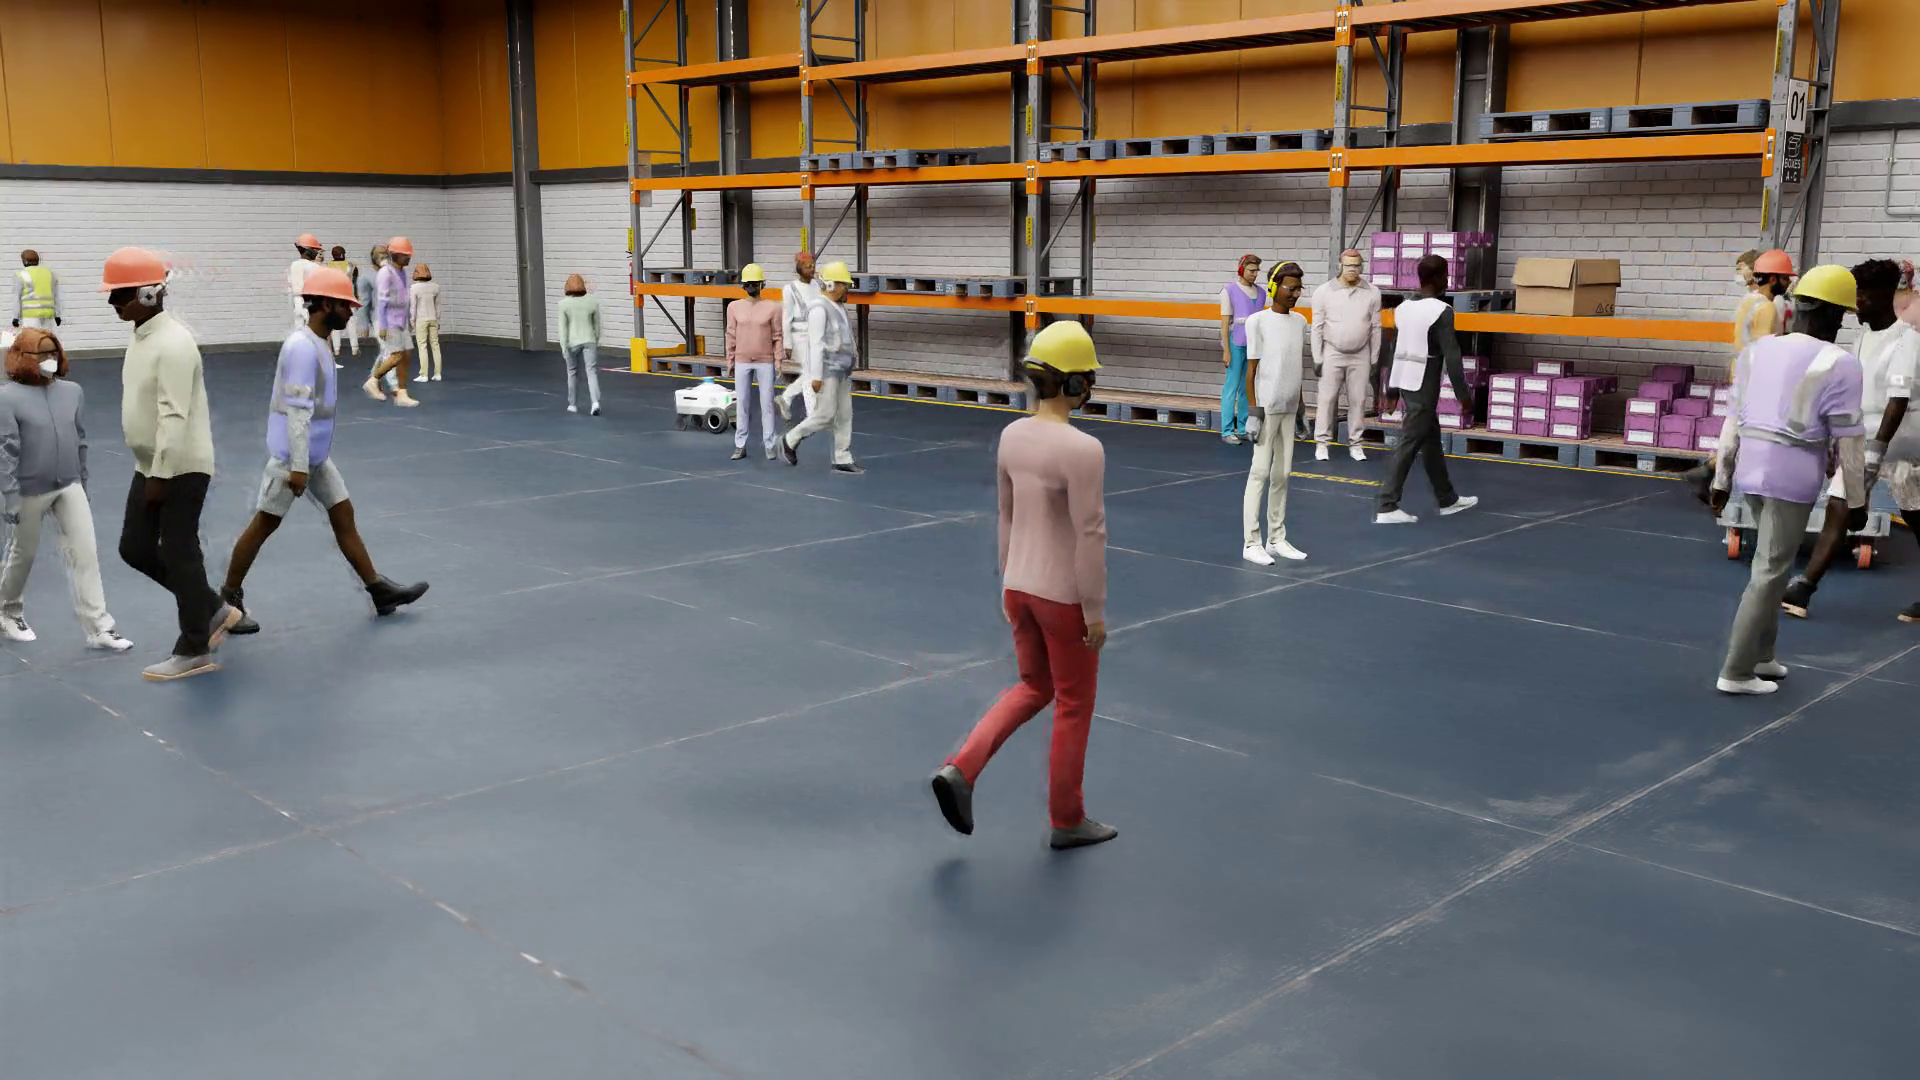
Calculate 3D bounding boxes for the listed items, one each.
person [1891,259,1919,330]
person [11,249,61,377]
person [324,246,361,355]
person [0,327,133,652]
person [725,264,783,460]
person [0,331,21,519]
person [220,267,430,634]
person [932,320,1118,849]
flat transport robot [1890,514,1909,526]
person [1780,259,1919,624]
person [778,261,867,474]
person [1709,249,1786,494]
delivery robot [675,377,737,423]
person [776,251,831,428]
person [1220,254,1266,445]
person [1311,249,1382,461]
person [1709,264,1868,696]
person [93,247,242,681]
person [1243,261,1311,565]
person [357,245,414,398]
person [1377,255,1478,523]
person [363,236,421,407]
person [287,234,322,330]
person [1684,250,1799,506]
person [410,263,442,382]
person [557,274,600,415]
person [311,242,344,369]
[{"bbox_3d":[6.722,-1.078,11.978,1.047,1.855,0.663,2,11,13],"label":"person"},{"bbox_3d":[-12.912,-3.141,23.256,0.431,1.829,0.642,5,12,26],"label":"person"},{"bbox_3d":[-10.485,-4.051,28.190,0.623,1.841,0.430,-2,11,-13],"label":"person"},{"bbox_3d":[-4.492,-0.251,8.147,0.865,1.588,0.518,6,12,28],"label":"person"},{"bbox_3d":[-1.854,-1.599,15.013,0.523,1.769,0.313,0,10,1],"label":"person"},{"bbox_3d":[-6.745,-0.907,11.526,0.546,1.645,0.870,-5,11,-24],"label":"person"},{"bbox_3d":[-3.377,-0.461,8.583,1.069,1.860,0.618,-2,11,-10],"label":"person"},{"bbox_3d":[0.235,0.174,5.373,0.568,1.755,0.523,-7,12,-32],"label":"person"},{"bbox_3d":[6.766,-0.133,11.101,0.652,0.197,1.431,0,10,1],"label":"flat transport robot"},{"bbox_3d":[4.755,-0.493,8.631,1.034,1.900,0.632,-1,10,-3],"label":"person"},{"bbox_3d":[-1.159,-1.452,14.097,0.685,1.808,0.588,3,11,17],"label":"person"},{"bbox_3d":[6.143,-1.262,12.760,0.543,1.918,0.641,1,10,7],"label":"person"},{"bbox_3d":[-2.593,-1.445,17.224,0.707,0.478,0.477,6,12,27],"label":"delivery robot"},{"bbox_3d":[-1.682,-2.127,17.660,0.817,1.860,0.582,8,13,37],"label":"person"},{"bbox_3d":[2.743,-1.850,16.191,0.577,1.841,0.375,-8,13,-38],"label":"person"},{"bbox_3d":[3.469,-1.645,14.931,0.637,1.898,0.399,0,10,-1],"label":"person"},{"bbox_3d":[3.654,-0.245,7.263,0.684,1.891,0.617,-3,11,-18],"label":"person"},{"bbox_3d":[-3.607,-0.333,7.559,0.616,1.971,0.475,10,14,43],"label":"person"},{"bbox_3d":[1.971,-0.783,10.304,0.507,1.865,0.329,-8,13,-36],"label":"person"},{"bbox_3d":[-7.235,-2.731,20.814,0.936,1.910,0.630,7,12,32],"label":"person"},{"bbox_3d":[3.371,-1.053,11.738,0.953,1.878,0.599,-2,11,-13],"label":"person"},{"bbox_3d":[-6.665,-2.555,19.556,0.660,2.013,0.649,3,11,15],"label":"person"},{"bbox_3d":[-8.525,-2.989,21.843,0.614,2.038,0.394,7,12,33],"label":"person"},{"bbox_3d":[5.679,-1.130,12.039,0.612,1.918,0.556,3,11,17],"label":"person"},{"bbox_3d":[-7.424,-3.013,23.084,0.283,1.633,0.500,8,13,37],"label":"person"},{"bbox_3d":[-4.296,-2.212,18.830,0.495,1.592,0.870,-4,11,-23],"label":"person"},{"bbox_3d":[-9.706,-3.550,25.261,0.643,1.912,0.407,7,12,33],"label":"person"}]
